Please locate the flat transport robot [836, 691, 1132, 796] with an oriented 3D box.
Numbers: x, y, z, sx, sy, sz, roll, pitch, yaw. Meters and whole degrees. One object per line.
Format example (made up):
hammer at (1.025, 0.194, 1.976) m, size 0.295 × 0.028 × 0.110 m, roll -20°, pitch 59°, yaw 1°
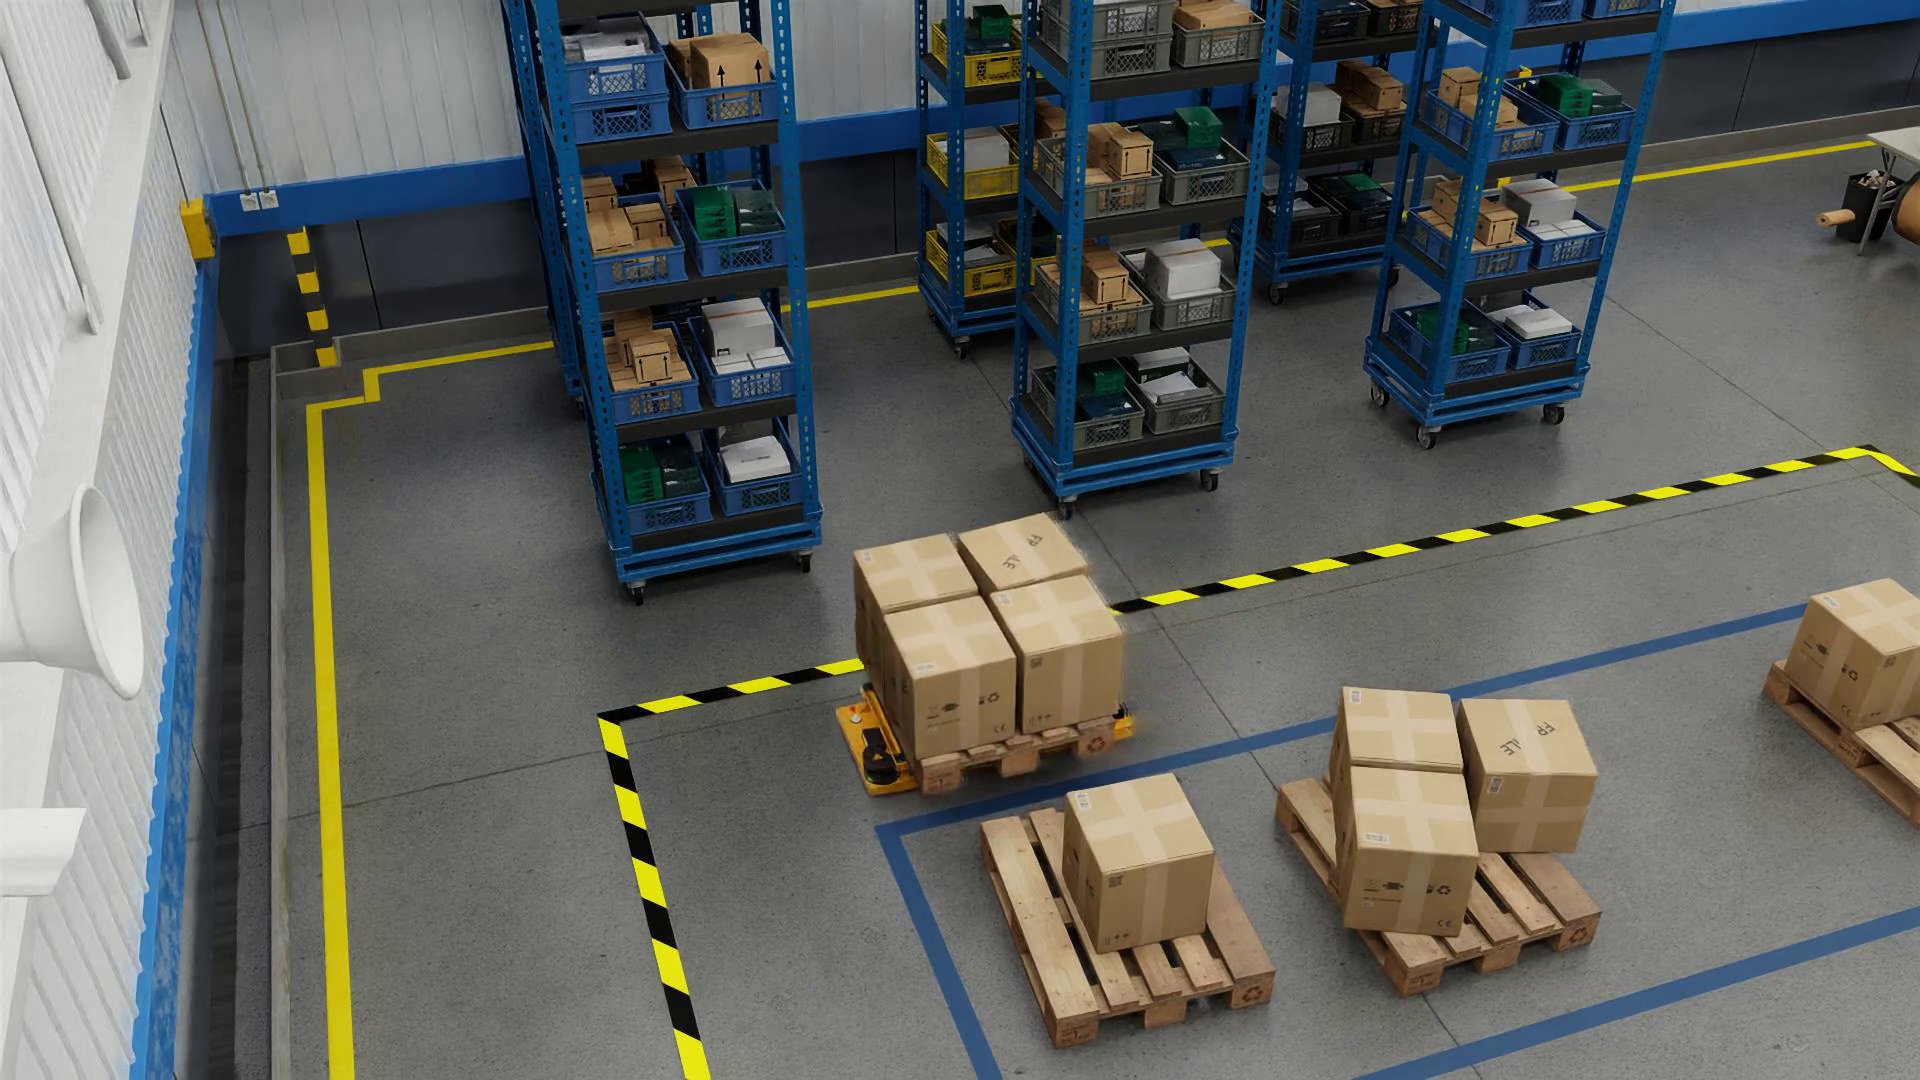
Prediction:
flat transport robot at (0.120, 0.911, 8.740) m, size 1.431 × 0.197 × 0.652 m, roll -11°, pitch 37°, yaw -15°
